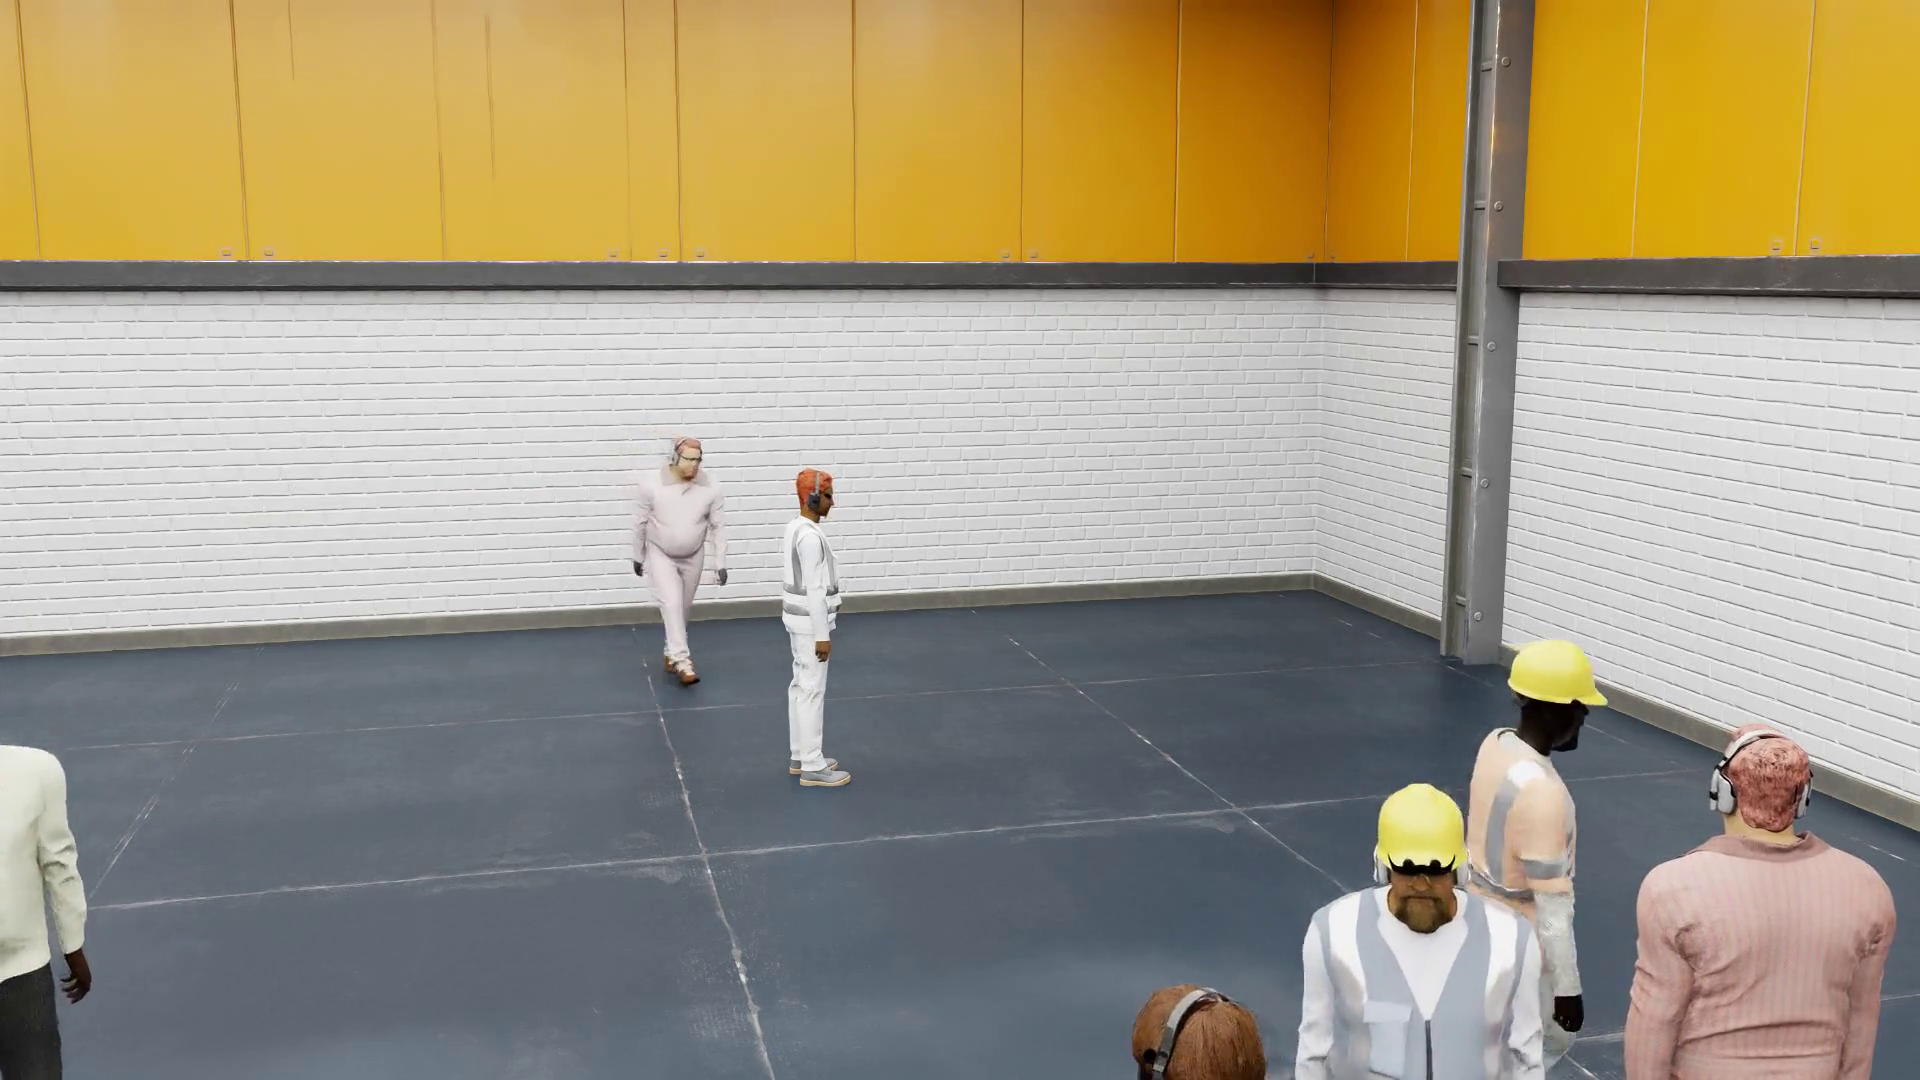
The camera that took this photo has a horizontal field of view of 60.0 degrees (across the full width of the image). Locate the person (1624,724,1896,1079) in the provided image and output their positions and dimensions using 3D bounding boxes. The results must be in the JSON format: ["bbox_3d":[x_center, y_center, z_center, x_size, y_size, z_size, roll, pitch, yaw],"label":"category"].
[{"bbox_3d":[1.987,1.407,4.257,0.640,1.909,0.409,-1,9,-3],"label":"person"}]

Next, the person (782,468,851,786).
[{"bbox_3d":[-0.873,0.514,9.897,0.356,1.886,0.574,-3,9,-16],"label":"person"}]

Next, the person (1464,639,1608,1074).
[{"bbox_3d":[1.799,1.246,5.238,0.413,1.910,0.601,1,9,8],"label":"person"}]

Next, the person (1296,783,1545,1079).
[{"bbox_3d":[1.146,1.463,4.204,0.602,1.809,0.700,2,9,9],"label":"person"}]

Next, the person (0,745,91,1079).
[{"bbox_3d":[-2.854,1.290,4.795,0.665,1.962,0.850,-6,11,-35],"label":"person"}]

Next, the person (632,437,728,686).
[{"bbox_3d":[-2.064,0.147,12.358,0.653,1.831,1.001,-4,10,-25],"label":"person"}]

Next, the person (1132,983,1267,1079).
[{"bbox_3d":[0.461,1.664,2.985,0.619,1.805,0.943,-5,10,-28],"label":"person"}]
